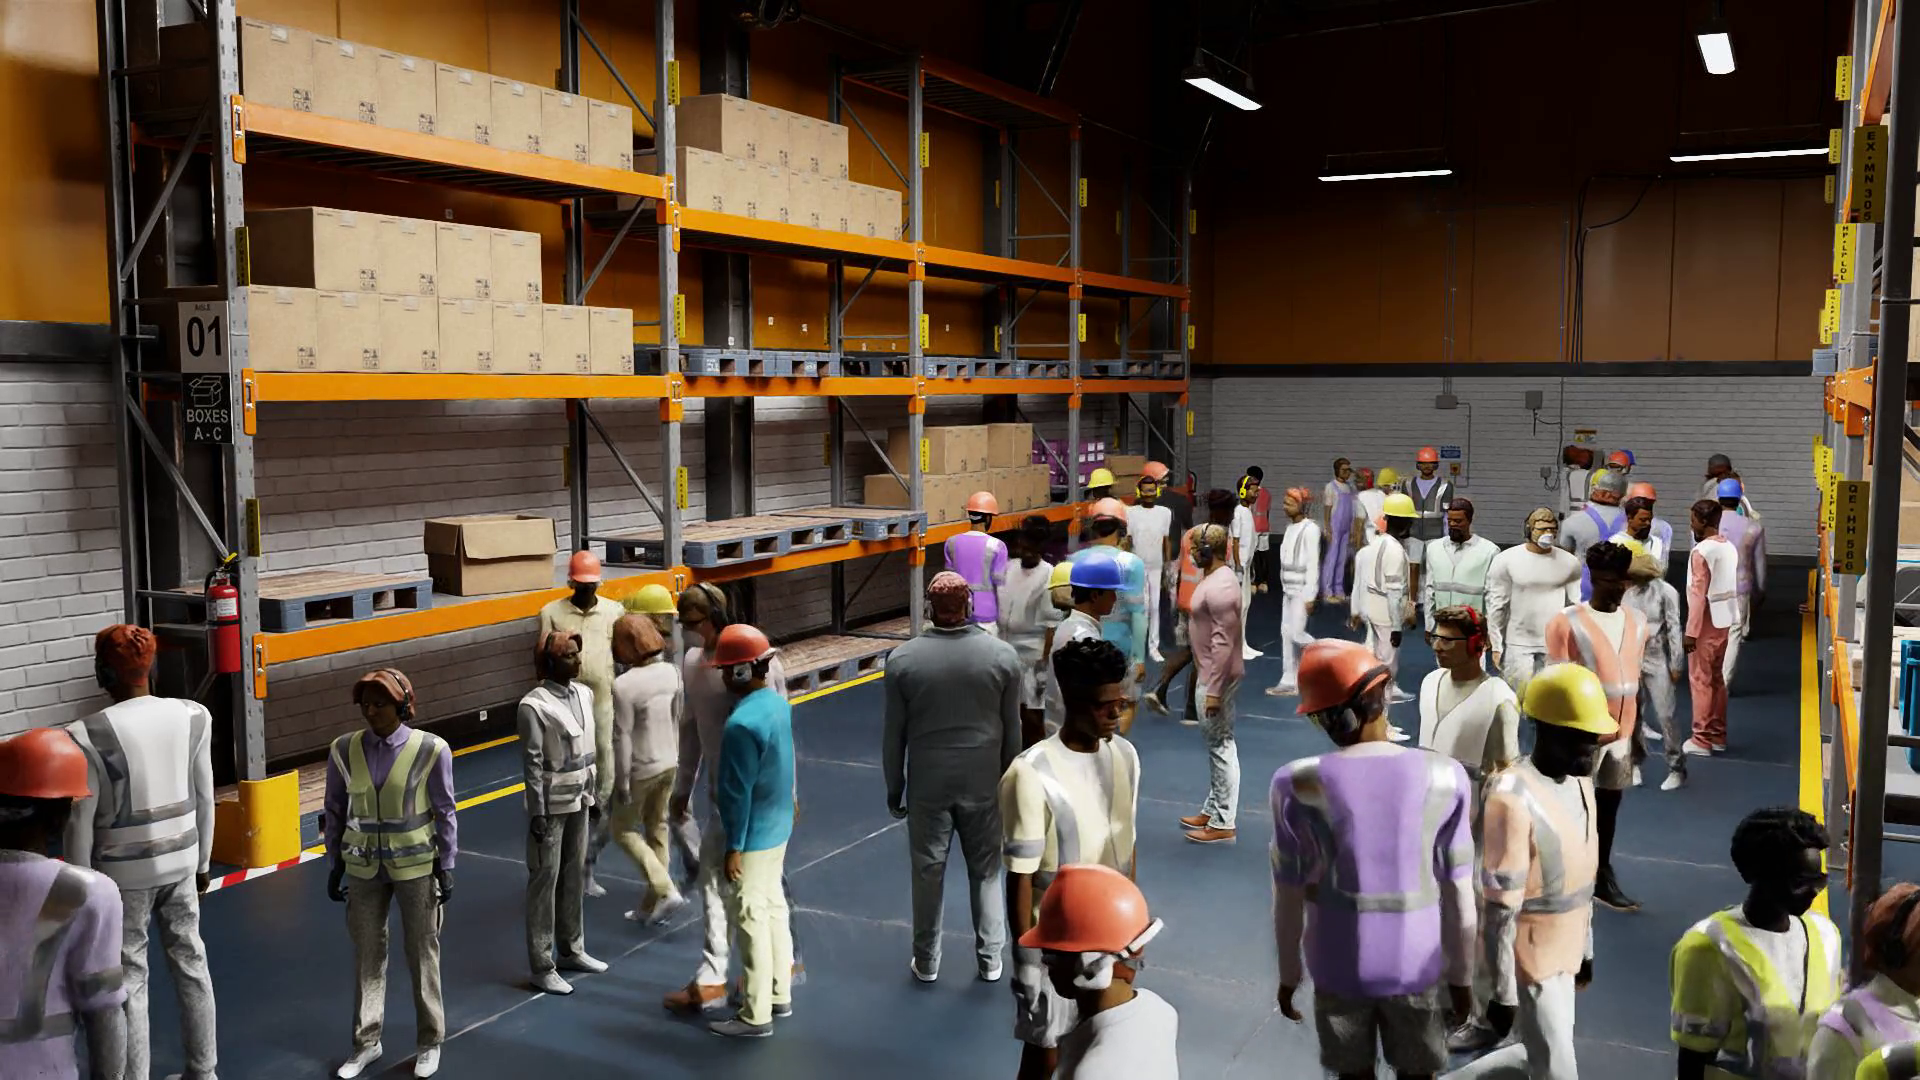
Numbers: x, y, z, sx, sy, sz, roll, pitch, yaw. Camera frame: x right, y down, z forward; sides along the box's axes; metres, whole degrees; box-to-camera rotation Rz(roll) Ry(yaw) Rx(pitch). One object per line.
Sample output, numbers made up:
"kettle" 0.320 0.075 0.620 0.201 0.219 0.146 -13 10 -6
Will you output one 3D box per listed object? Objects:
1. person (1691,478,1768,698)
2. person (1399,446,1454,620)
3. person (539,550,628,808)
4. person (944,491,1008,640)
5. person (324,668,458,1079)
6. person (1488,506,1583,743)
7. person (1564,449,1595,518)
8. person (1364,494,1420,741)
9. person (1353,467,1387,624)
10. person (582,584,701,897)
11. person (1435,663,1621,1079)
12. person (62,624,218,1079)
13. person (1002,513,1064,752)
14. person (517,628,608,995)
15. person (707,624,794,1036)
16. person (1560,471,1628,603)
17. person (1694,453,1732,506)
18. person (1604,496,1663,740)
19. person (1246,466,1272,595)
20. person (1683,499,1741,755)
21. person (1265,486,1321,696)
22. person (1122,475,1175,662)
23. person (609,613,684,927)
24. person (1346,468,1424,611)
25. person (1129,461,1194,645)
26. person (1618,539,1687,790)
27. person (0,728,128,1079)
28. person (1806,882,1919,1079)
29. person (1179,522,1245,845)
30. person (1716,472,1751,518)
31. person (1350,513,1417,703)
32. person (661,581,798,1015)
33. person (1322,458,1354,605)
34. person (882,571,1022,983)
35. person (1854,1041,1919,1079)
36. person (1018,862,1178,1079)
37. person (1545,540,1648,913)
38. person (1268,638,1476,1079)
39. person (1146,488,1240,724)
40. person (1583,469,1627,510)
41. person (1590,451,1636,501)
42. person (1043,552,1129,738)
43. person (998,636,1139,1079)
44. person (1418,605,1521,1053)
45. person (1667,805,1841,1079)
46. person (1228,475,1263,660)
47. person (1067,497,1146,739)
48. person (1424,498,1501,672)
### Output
"person" 6.865 0.412 14.844 0.629 1.919 0.834 3 6 29
"person" 5.404 -0.064 19.332 0.614 2.047 0.361 3 6 28
"person" -2.310 0.929 10.268 0.571 1.743 0.357 -1 5 -14
"person" 0.145 0.581 13.075 0.548 1.924 0.387 3 6 26
"person" -2.258 1.320 6.609 0.523 1.638 0.310 0 5 2
"person" 3.961 0.729 11.458 0.635 1.932 0.363 0 5 2
"person" 8.556 -0.305 22.808 0.355 1.882 0.576 -3 6 -31
"person" 3.351 0.597 12.920 0.397 1.919 0.588 0 5 3
"person" 4.775 0.061 19.252 0.690 1.819 0.590 -4 7 -39
"person" -1.706 1.075 8.923 0.910 1.697 0.493 -2 6 -24
"person" 1.777 1.312 5.369 0.745 1.896 0.618 4 7 39
"person" -3.041 1.244 6.195 0.355 1.877 0.574 3 6 32
"person" 0.426 0.770 11.037 0.367 1.935 0.776 -3 6 -30
"person" -1.831 1.223 7.625 0.307 1.645 0.514 2 6 19
"person" -0.900 1.224 7.104 0.355 1.742 0.574 1 5 12
"person" 5.635 0.374 14.654 0.737 2.000 0.677 1 5 13
"person" 8.578 -0.004 18.725 0.545 2.000 0.727 -1 5 -6
"person" 5.189 0.606 12.880 0.599 1.909 0.398 -3 6 -29
"person" 3.880 -0.128 21.870 0.540 1.697 0.317 -5 7 -41
"person" 5.595 0.650 12.423 0.408 1.907 0.598 5 7 44
"person" 3.031 0.458 14.650 0.597 1.871 0.596 -1 5 -11
"person" 1.869 0.288 16.508 0.553 1.867 0.317 -1 5 -6
"person" -1.570 1.171 8.380 0.390 1.623 0.513 3 6 30
"person" 5.217 0.005 20.154 0.956 1.760 0.609 3 6 26
"person" 2.150 0.158 17.442 0.746 1.968 0.586 0 5 -1
"person" 4.695 0.843 11.397 0.405 1.704 0.515 -5 7 -43
"person" -2.450 1.439 4.195 0.579 1.869 1.010 0 5 0
"person" 2.228 1.591 3.970 0.504 1.594 0.854 -3 6 -29
"person" 1.526 0.857 10.015 0.375 1.936 0.627 1 5 6
"person" 8.216 0.191 17.767 0.429 1.830 0.634 3 6 31
"person" 3.538 0.603 14.056 0.886 1.699 0.555 -2 6 -19
"person" -1.081 1.123 7.381 0.820 1.887 0.650 -3 6 -32
"person" 4.770 -0.113 20.935 0.515 1.843 0.326 -5 7 -42
"person" -0.037 1.095 7.675 0.648 1.902 0.400 0 5 -3
"person" 2.082 1.590 3.398 0.533 1.697 0.318 1 5 13
"person" 0.287 1.548 3.552 0.335 1.748 0.572 2 6 18
"person" 3.308 0.971 8.628 0.612 1.961 0.368 -2 6 -19
"person" 1.242 1.302 4.993 0.631 1.998 0.644 0 5 4
"person" 1.921 0.542 13.429 0.662 1.933 0.627 -2 6 -21
"person" 7.089 0.129 18.379 0.590 1.836 0.404 -2 6 -22
"person" 7.683 -0.047 19.506 0.408 1.984 0.615 -5 7 -44
"person" 0.619 1.029 8.173 0.416 1.939 0.610 0 5 -2
"person" 0.381 1.276 5.411 0.379 1.958 0.608 5 7 44
"person" 2.107 1.185 6.965 0.390 1.846 0.565 -2 6 -22
"person" 2.049 1.508 4.290 0.545 1.695 0.346 -2 6 -23
"person" 2.861 0.277 16.711 0.348 1.856 0.523 2 6 22
"person" 0.968 0.724 11.052 0.638 2.010 0.491 4 6 35
"person" 3.804 0.631 12.620 0.584 1.911 0.393 5 7 40
